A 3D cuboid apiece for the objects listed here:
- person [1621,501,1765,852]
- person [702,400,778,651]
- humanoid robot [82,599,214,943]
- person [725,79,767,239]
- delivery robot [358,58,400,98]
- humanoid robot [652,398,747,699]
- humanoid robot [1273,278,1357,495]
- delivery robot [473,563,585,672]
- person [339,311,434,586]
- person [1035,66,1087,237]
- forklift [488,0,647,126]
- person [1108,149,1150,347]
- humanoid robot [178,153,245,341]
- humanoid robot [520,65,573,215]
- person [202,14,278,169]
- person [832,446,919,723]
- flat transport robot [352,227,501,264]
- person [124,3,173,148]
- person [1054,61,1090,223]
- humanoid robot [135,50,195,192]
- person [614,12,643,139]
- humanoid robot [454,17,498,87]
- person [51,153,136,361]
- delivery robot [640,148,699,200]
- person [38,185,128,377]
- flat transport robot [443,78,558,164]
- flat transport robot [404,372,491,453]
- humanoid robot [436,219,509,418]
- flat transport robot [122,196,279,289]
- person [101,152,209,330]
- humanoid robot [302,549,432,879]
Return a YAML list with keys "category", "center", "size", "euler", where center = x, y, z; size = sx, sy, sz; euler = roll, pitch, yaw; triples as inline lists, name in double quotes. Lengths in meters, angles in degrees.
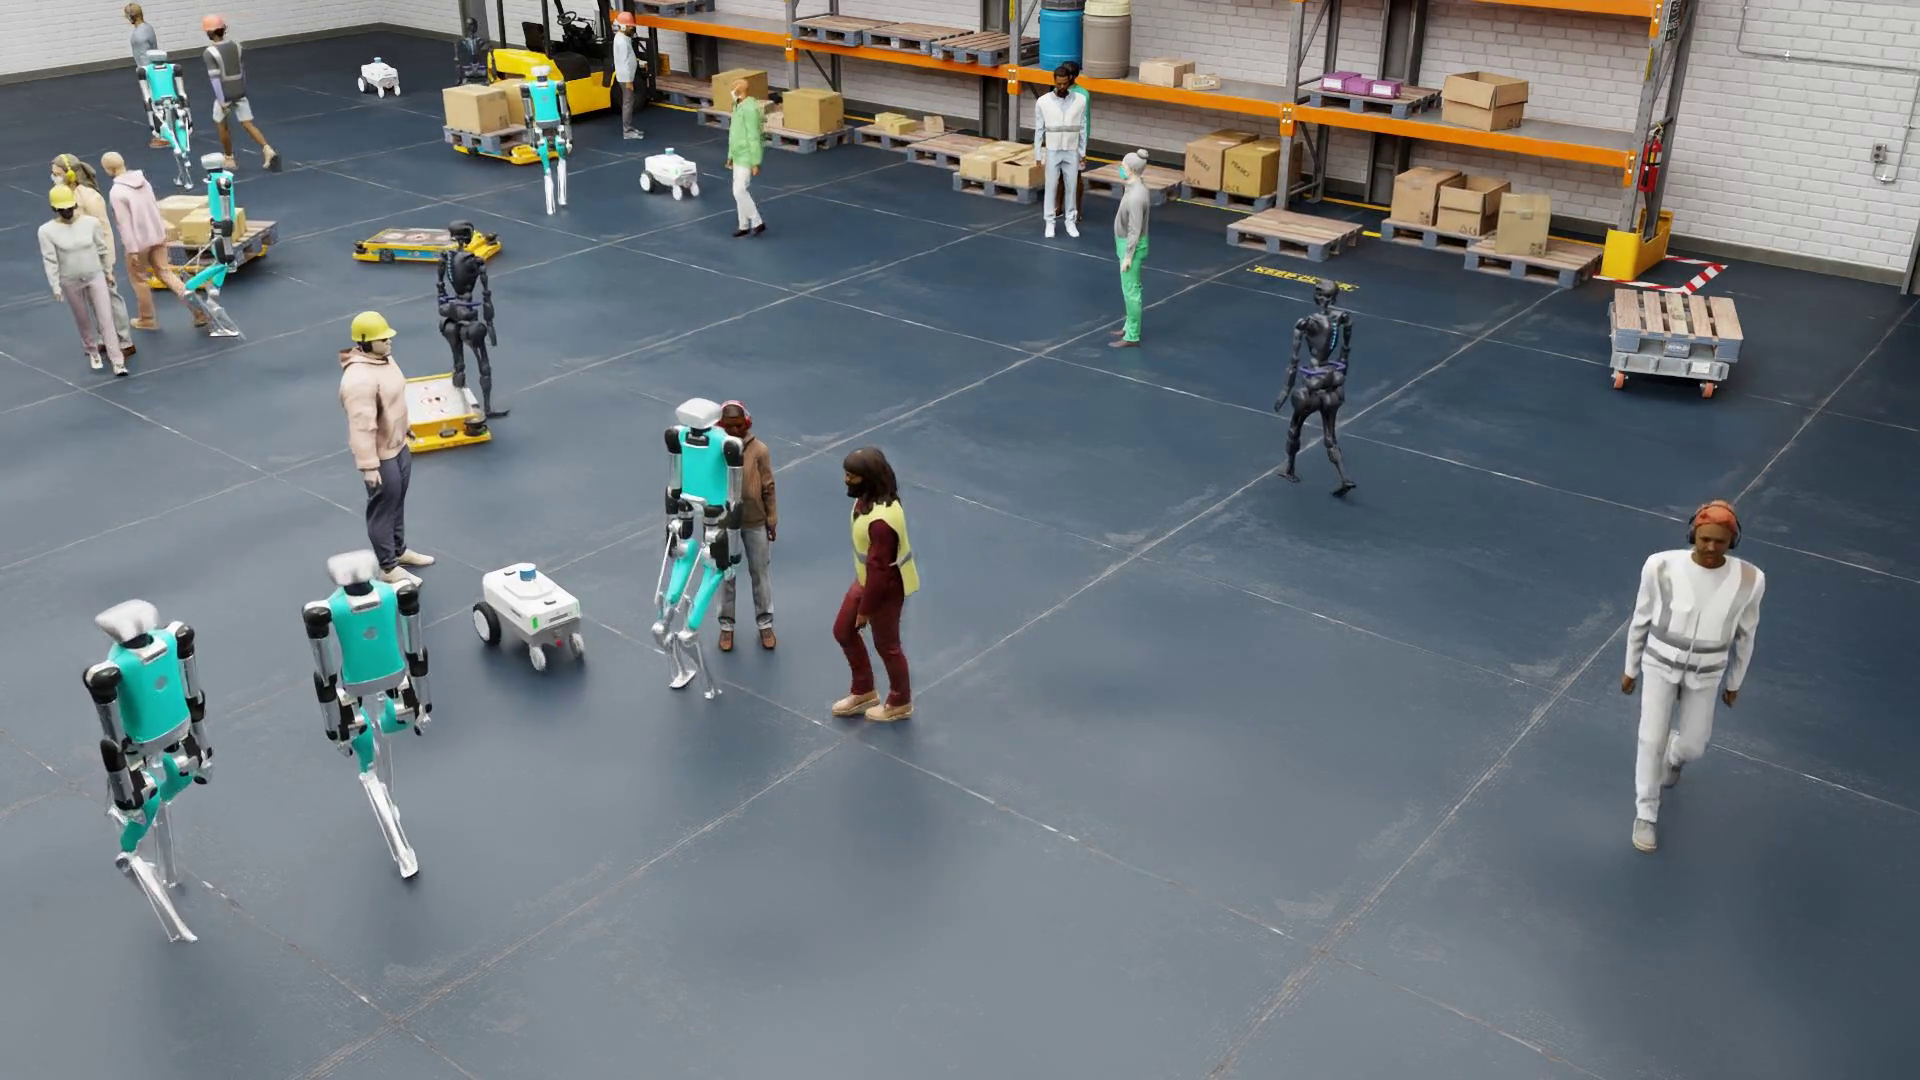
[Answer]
- category: "person"
  center: [3.658, 0.641, 8.411]
  size: [0.580, 1.864, 0.648]
  euler: [9, 27, 18]
- category: "person"
  center: [-1.349, -0.098, 10.189]
  size: [0.462, 1.647, 0.322]
  euler: [-3, 26, -6]
- category: "humanoid robot"
  center: [-3.892, 1.051, 7.788]
  size: [0.818, 1.808, 0.530]
  euler: [12, 28, 23]
- category: "person"
  center: [-2.409, -4.275, 18.705]
  size: [0.432, 1.757, 0.563]
  euler: [-12, 28, -23]
- category: "delivery robot"
  center: [-9.253, -7.382, 26.531]
  size: [0.499, 0.596, 0.795]
  euler: [-20, 32, -35]
- category: "humanoid robot"
  center: [-1.581, 0.117, 9.653]
  size: [0.530, 1.793, 0.742]
  euler: [13, 29, 25]
- category: "humanoid robot"
  center: [2.677, -1.128, 12.335]
  size: [0.601, 1.638, 0.741]
  euler: [-13, 29, -25]
- category: "delivery robot"
  center: [-2.661, 0.430, 10.342]
  size: [0.499, 0.587, 0.781]
  euler: [-21, 33, -36]
- category: "person"
  center: [-3.825, -0.615, 11.005]
  size: [0.420, 1.867, 0.805]
  euler: [0, 26, 1]
- category: "person"
  center: [1.132, -4.375, 18.755]
  size: [0.597, 1.907, 0.410]
  euler: [-4, 26, -9]
- category: "forklift"
  center: [-5.874, -7.334, 24.552]
  size: [1.214, 2.155, 2.313]
  euler: [19, 32, 34]
- category: "person"
  center: [1.571, -2.696, 15.349]
  size: [0.335, 1.839, 0.522]
  euler: [4, 26, 8]
- category: "humanoid robot"
  center: [-6.974, -2.610, 15.361]
  size: [0.763, 1.841, 0.551]
  euler: [-15, 30, -28]
- category: "humanoid robot"
  center: [-4.870, -4.761, 19.770]
  size: [0.549, 1.811, 0.773]
  euler: [-5, 26, -11]
- category: "person"
  center: [-9.404, -5.774, 21.535]
  size: [0.935, 2.016, 0.598]
  euler: [15, 29, 28]
- category: "person"
  center: [-0.520, 0.286, 9.265]
  size: [0.594, 1.752, 0.476]
  euler: [-8, 27, -15]
- category: "flat transport robot"
  center: [-5.842, -3.212, 18.223]
  size: [1.431, 0.231, 0.659]
  euler: [4, 26, 8]
- category: "person"
  center: [-11.155, -6.391, 22.895]
  size: [0.371, 1.933, 0.627]
  euler: [-7, 27, -14]
- category: "person"
  center: [1.276, -4.641, 19.366]
  size: [0.501, 1.848, 0.381]
  euler: [15, 29, 28]
- category: "humanoid robot"
  center: [-9.657, -5.104, 20.492]
  size: [0.535, 1.739, 1.030]
  euler: [-20, 32, -35]
- category: "person"
  center: [-4.672, -6.543, 23.426]
  size: [0.351, 1.738, 0.575]
  euler: [-5, 26, -11]
- category: "humanoid robot"
  center: [-6.806, -6.496, 23.400]
  size: [0.613, 1.638, 0.386]
  euler: [-6, 26, -12]
- category: "person"
  center: [-7.831, -2.558, 15.023]
  size: [0.561, 1.874, 0.390]
  euler: [14, 29, 26]
- category: "delivery robot"
  center: [-3.612, -4.569, 20.725]
  size: [0.499, 0.613, 0.807]
  euler: [-23, 34, -39]
- category: "person"
  center: [-7.686, -2.256, 14.574]
  size: [0.532, 1.720, 0.889]
  euler: [-16, 30, -29]
- category: "flat transport robot"
  center: [-6.194, -5.358, 22.666]
  size: [1.431, 0.231, 0.659]
  euler: [18, 31, 33]
- category: "flat transport robot"
  center: [-4.378, -1.085, 13.818]
  size: [0.659, 0.231, 1.431]
  euler: [-12, 28, -23]
- category: "humanoid robot"
  center: [-4.101, -1.835, 13.769]
  size: [0.629, 1.636, 0.384]
  euler: [14, 29, 27]
- category: "flat transport robot"
  center: [-8.019, -2.958, 17.697]
  size: [0.659, 0.231, 1.431]
  euler: [2, 26, 4]
- category: "person"
  center: [-7.619, -2.781, 15.631]
  size: [0.789, 1.747, 0.550]
  euler: [8, 27, 16]
- category: "humanoid robot"
  center: [-2.964, 0.778, 8.301]
  size: [0.530, 1.790, 0.926]
  euler: [-16, 30, -29]
